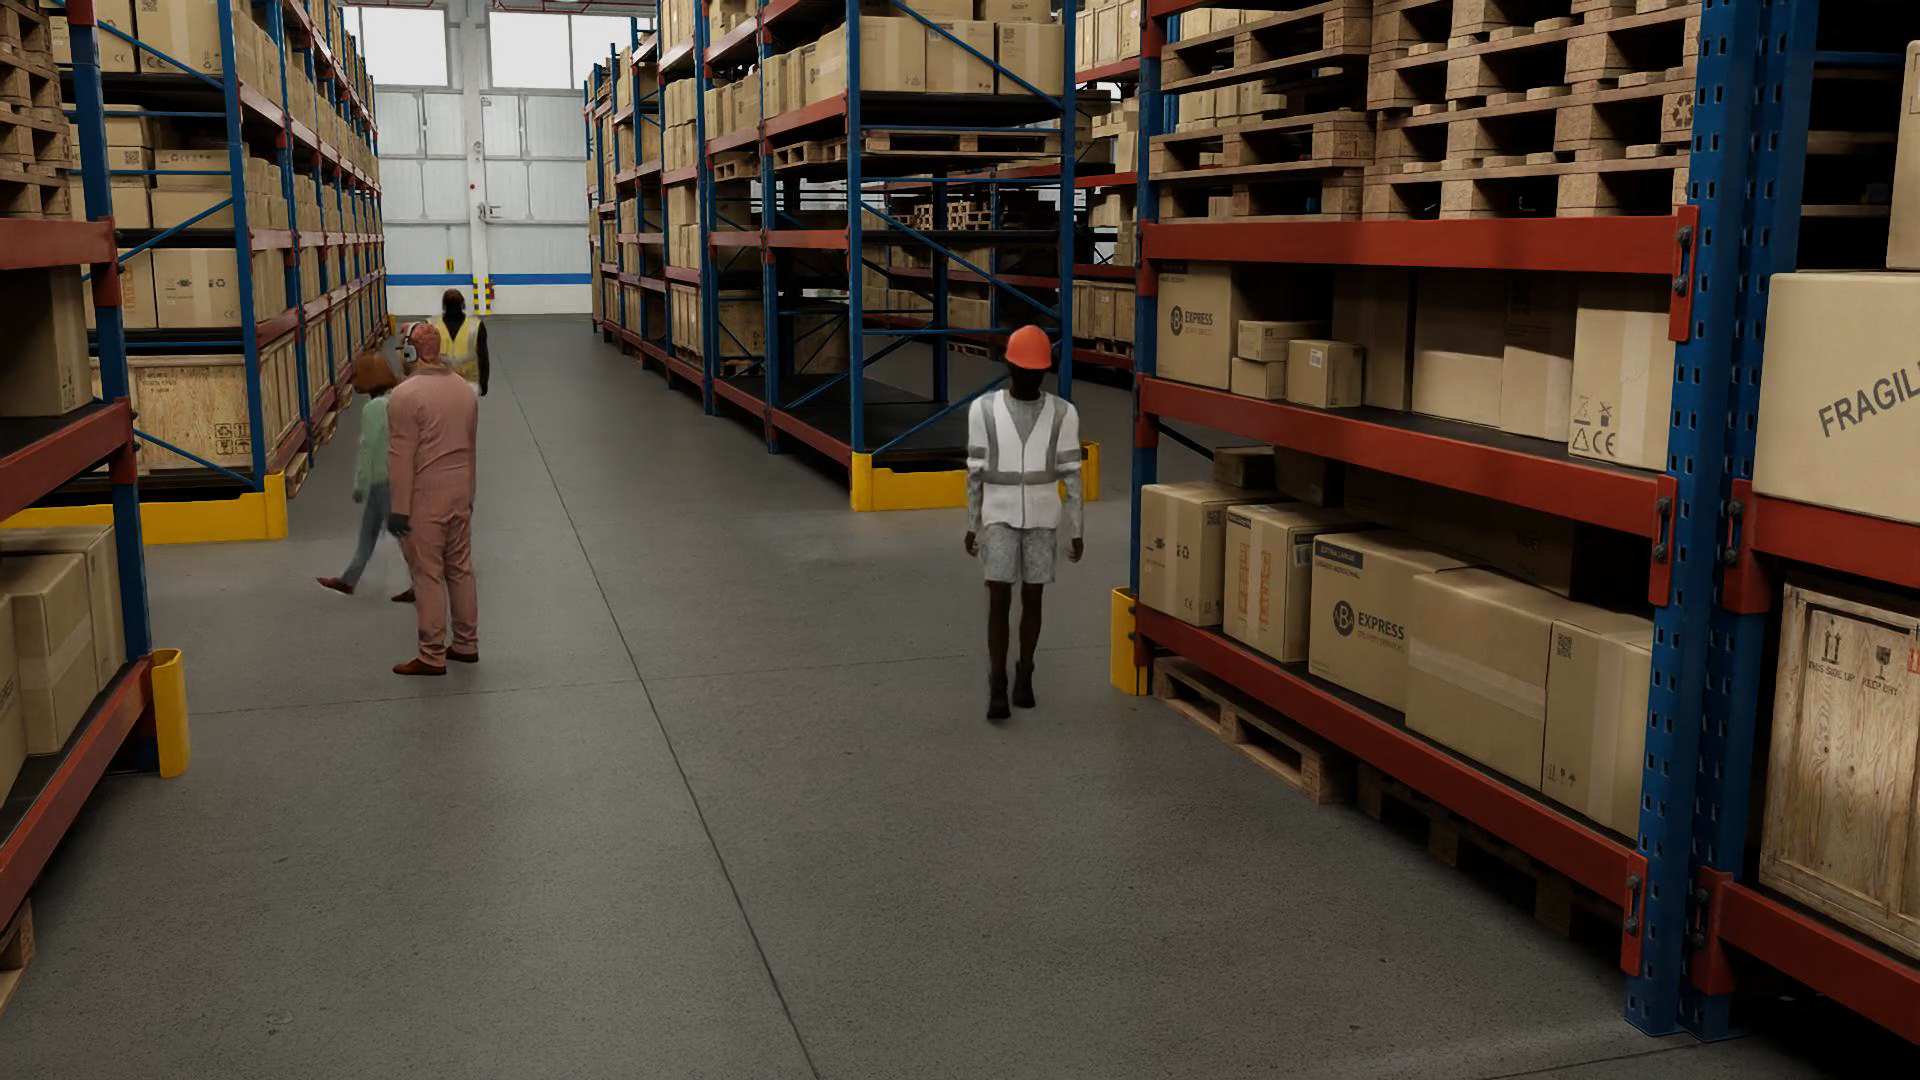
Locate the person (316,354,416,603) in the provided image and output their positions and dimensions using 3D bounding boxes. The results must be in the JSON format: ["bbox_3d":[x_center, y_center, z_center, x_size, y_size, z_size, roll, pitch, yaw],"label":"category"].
[{"bbox_3d":[-3.796,-0.377,10.630,0.801,1.592,0.523,-1,10,-5],"label":"person"}]

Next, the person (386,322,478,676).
[{"bbox_3d":[-2.870,-0.225,9.003,0.399,1.900,0.643,3,11,18],"label":"person"}]

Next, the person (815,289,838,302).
[{"bbox_3d":[-3.154,-5.689,39.426,0.538,1.730,0.883,-2,10,-10],"label":"person"}]

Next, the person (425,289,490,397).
[{"bbox_3d":[-5.069,-1.603,16.743,0.653,1.825,0.633,-2,11,-13],"label":"person"}]

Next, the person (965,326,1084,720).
[{"bbox_3d":[0.324,-0.069,8.086,0.573,1.913,0.764,-1,10,-3],"label":"person"}]

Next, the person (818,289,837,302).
[{"bbox_3d":[-2.619,-4.570,32.599,0.411,1.985,0.604,-6,12,-29],"label":"person"}]
